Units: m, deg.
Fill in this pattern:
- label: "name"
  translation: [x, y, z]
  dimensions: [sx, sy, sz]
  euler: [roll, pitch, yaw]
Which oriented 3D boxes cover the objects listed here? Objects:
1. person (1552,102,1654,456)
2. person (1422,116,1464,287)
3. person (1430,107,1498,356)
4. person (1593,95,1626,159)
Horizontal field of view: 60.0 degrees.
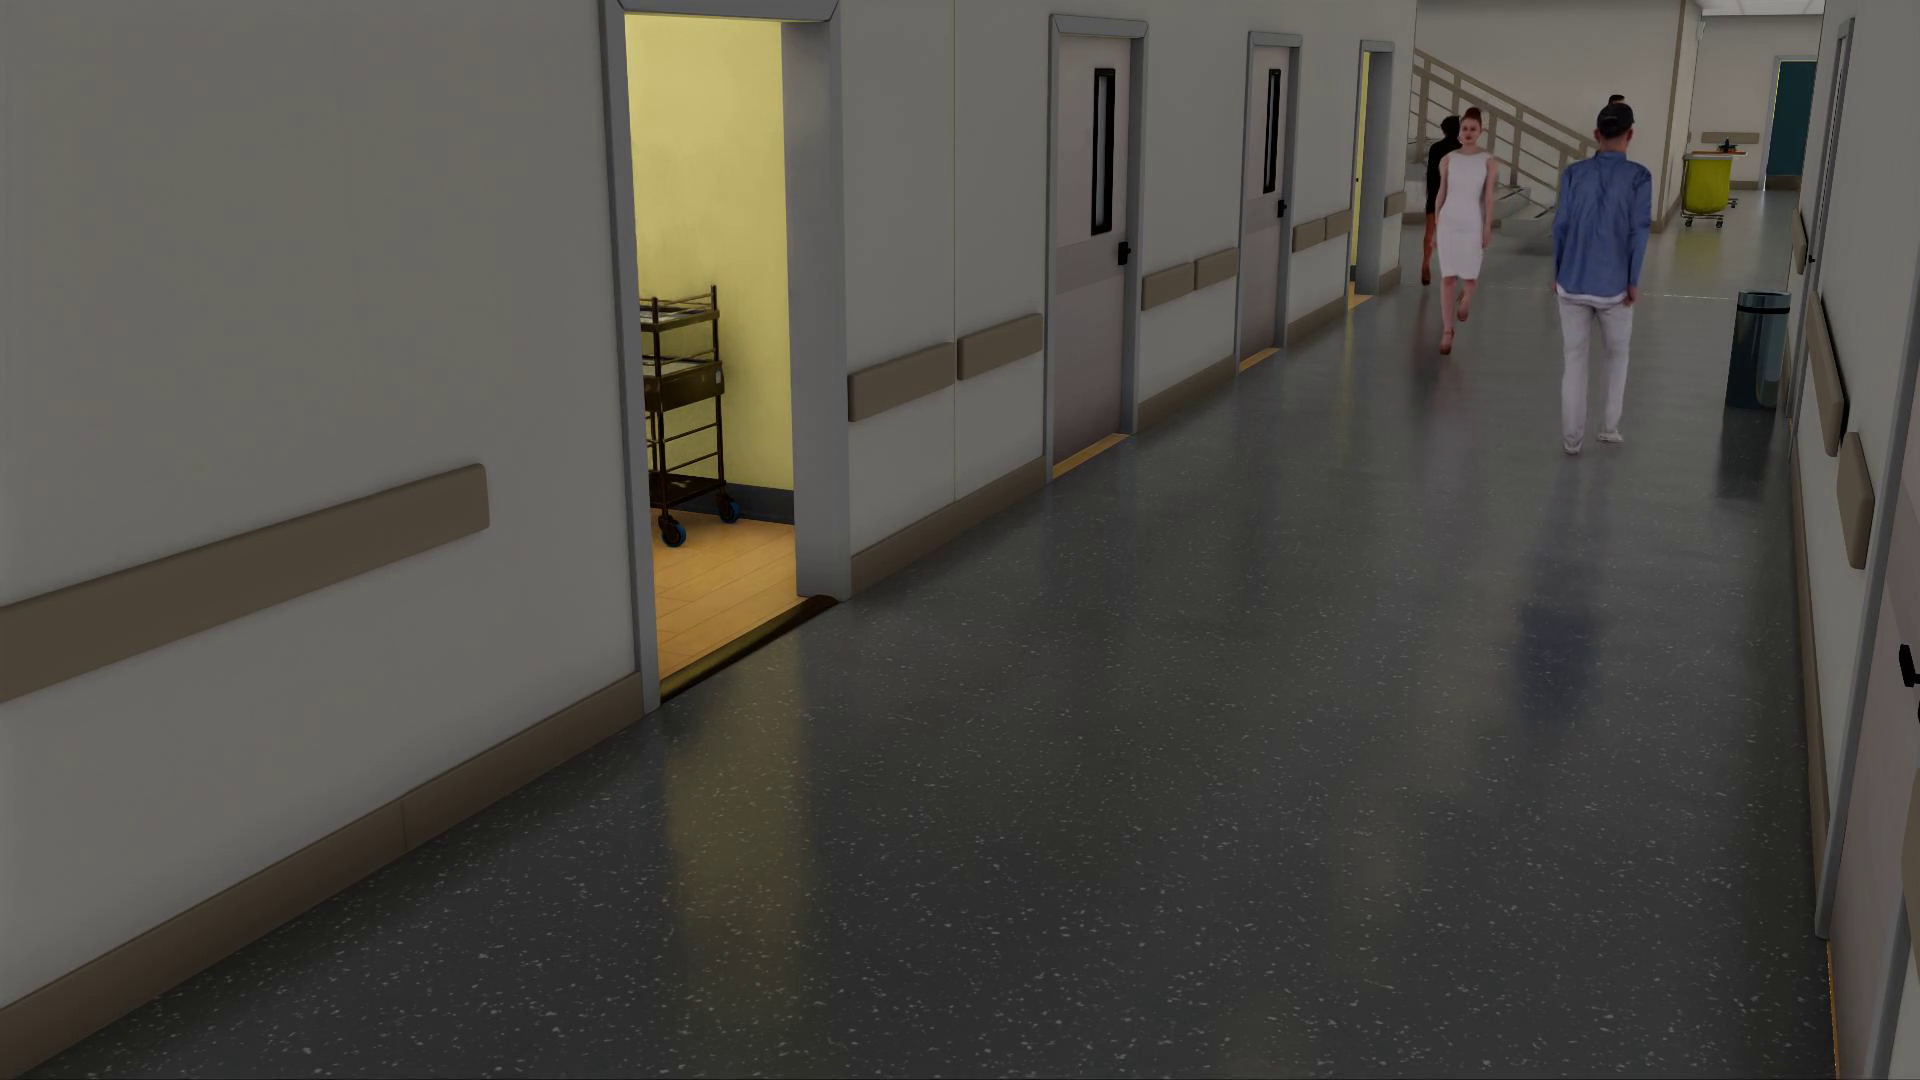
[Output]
- label: "person"
  translation: [3.406, -1.374, 8.947]
  dimensions: [0.625, 1.873, 0.715]
  euler: [8, 17, 25]
- label: "person"
  translation: [4.628, -3.213, 15.971]
  dimensions: [0.916, 1.602, 0.621]
  euler: [7, 17, 23]
- label: "person"
  translation: [3.716, -2.271, 12.301]
  dimensions: [0.805, 1.779, 0.668]
  euler: [6, 17, 20]
- label: "person"
  translation: [8.245, -4.832, 21.507]
  dimensions: [1.162, 1.714, 0.665]
  euler: [7, 17, 23]
